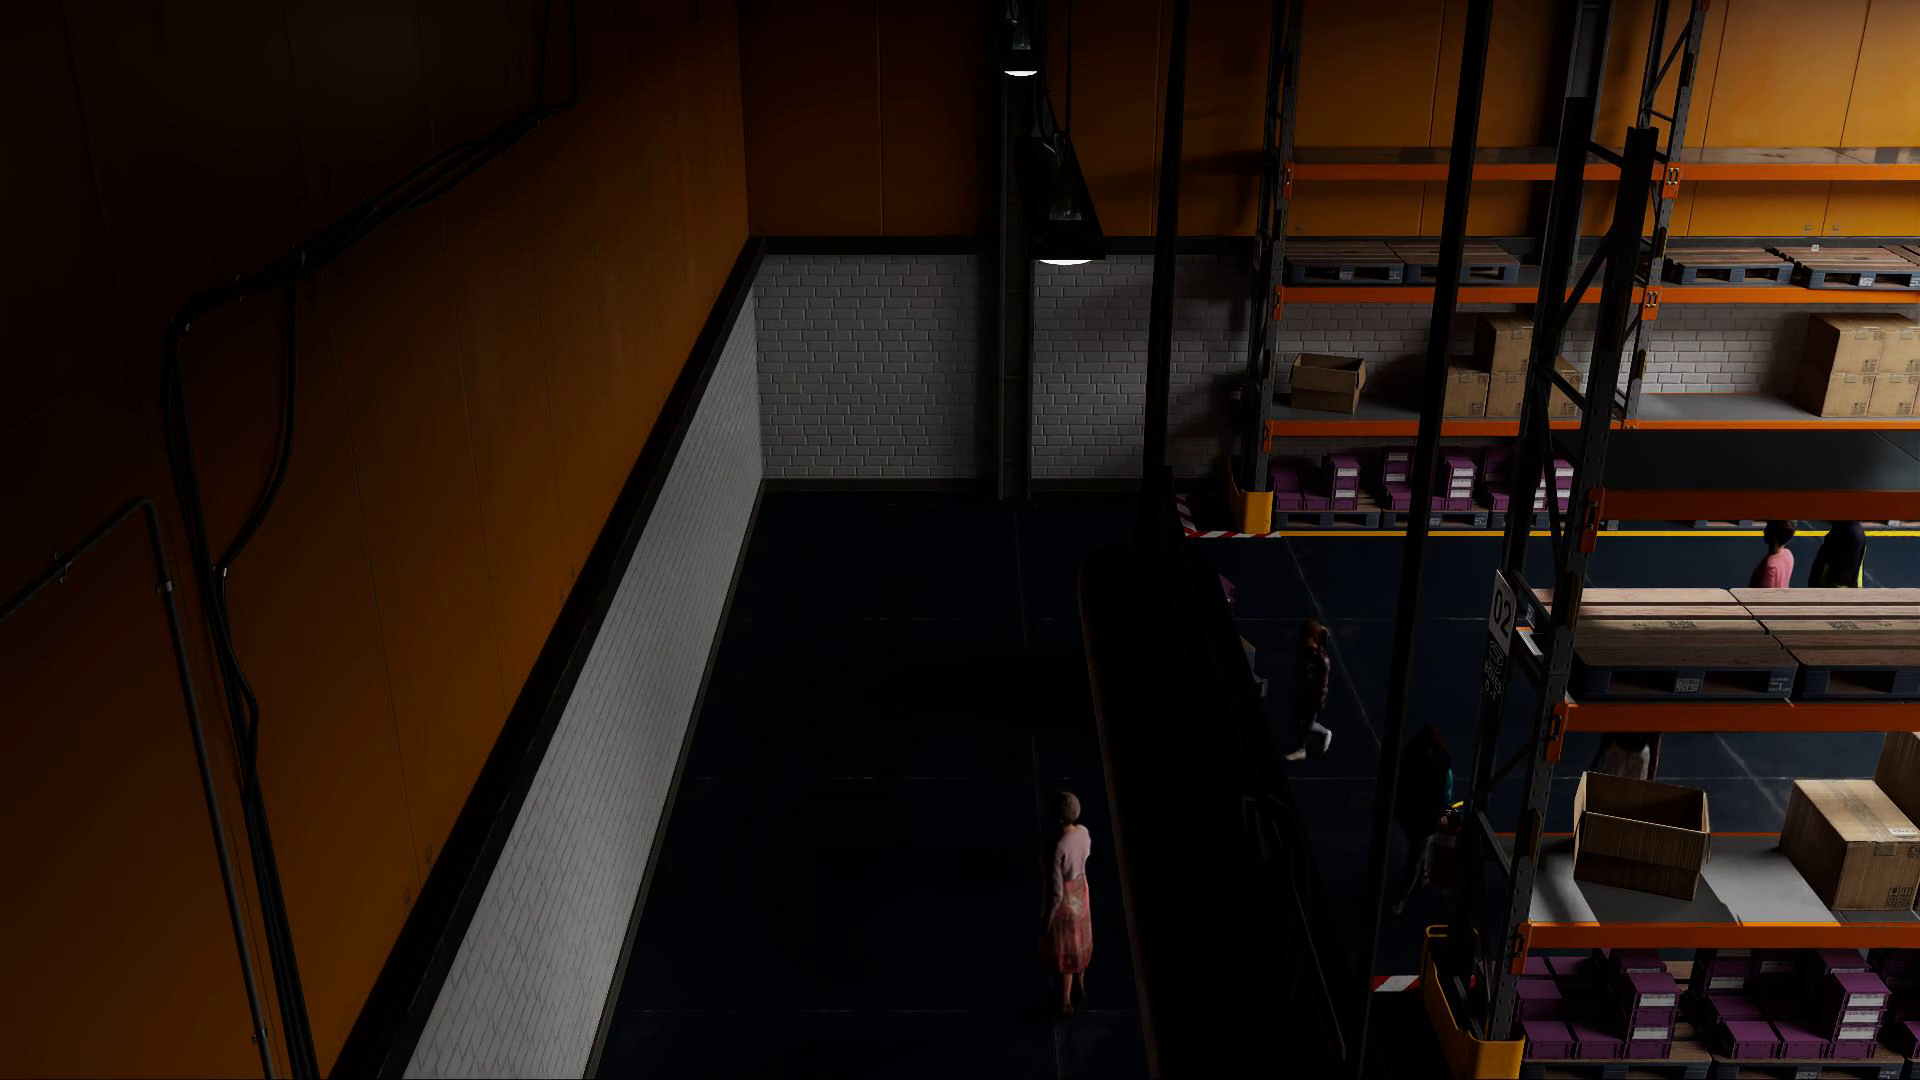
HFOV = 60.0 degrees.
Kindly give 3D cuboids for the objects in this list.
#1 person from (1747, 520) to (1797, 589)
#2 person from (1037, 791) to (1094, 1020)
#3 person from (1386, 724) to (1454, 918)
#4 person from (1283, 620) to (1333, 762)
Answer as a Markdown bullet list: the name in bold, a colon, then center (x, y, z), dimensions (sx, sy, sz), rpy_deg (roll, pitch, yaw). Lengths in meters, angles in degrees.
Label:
- **person**: center (6.953, 0.718, 14.390), dimensions (0.754, 1.957, 0.712), rpy_deg (19, 30, 37)
- **person**: center (0.698, 2.390, 10.898), dimensions (0.738, 1.690, 0.699), rpy_deg (16, 28, 32)
- **person**: center (3.379, 1.984, 12.113), dimensions (0.976, 1.460, 1.006), rpy_deg (19, 30, 37)
- **person**: center (2.986, 1.263, 13.969), dimensions (0.785, 1.295, 0.697), rpy_deg (-13, 27, -28)
